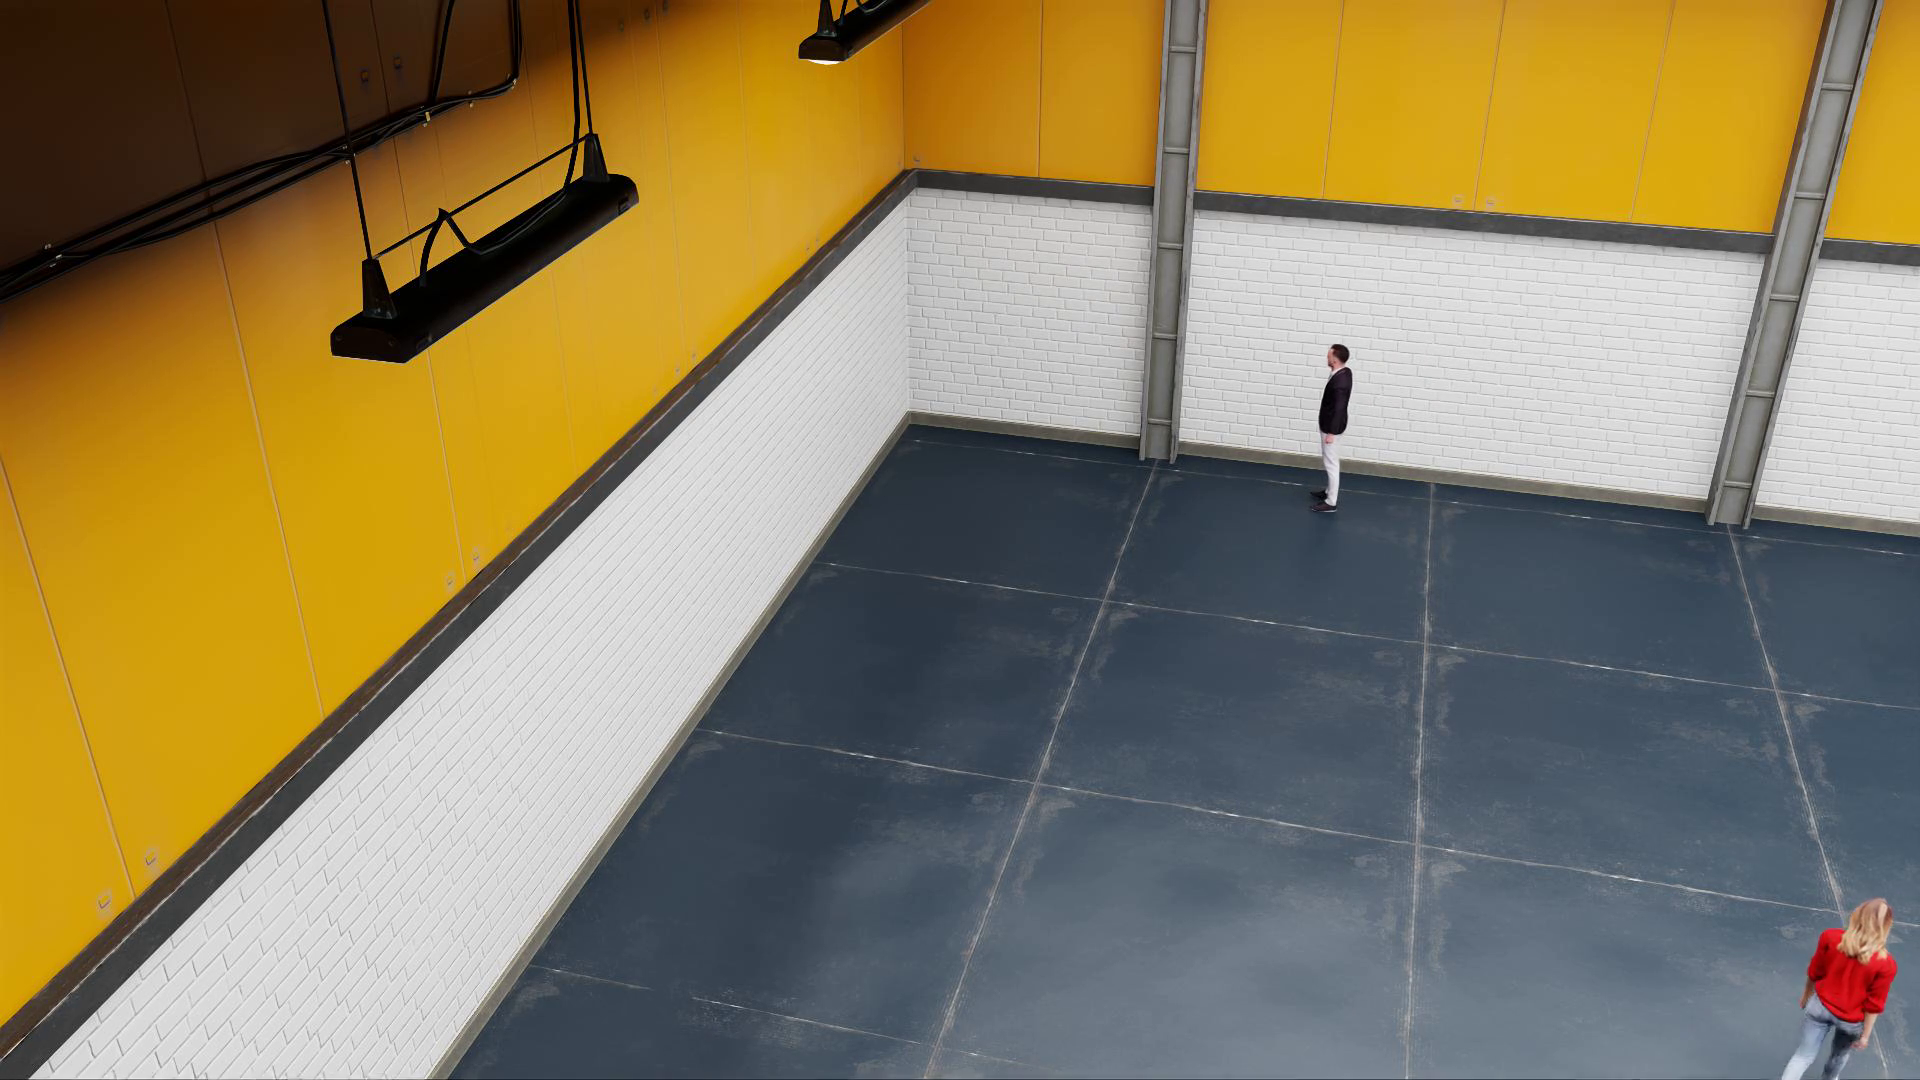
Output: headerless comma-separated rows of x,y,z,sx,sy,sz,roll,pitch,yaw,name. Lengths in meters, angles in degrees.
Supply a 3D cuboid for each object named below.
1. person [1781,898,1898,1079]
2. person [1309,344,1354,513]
5.236,2.894,10.012,1.056,1.673,1.129,-24,37,-37,person
3.895,-1.176,17.299,0.542,1.840,0.656,9,30,15,person
